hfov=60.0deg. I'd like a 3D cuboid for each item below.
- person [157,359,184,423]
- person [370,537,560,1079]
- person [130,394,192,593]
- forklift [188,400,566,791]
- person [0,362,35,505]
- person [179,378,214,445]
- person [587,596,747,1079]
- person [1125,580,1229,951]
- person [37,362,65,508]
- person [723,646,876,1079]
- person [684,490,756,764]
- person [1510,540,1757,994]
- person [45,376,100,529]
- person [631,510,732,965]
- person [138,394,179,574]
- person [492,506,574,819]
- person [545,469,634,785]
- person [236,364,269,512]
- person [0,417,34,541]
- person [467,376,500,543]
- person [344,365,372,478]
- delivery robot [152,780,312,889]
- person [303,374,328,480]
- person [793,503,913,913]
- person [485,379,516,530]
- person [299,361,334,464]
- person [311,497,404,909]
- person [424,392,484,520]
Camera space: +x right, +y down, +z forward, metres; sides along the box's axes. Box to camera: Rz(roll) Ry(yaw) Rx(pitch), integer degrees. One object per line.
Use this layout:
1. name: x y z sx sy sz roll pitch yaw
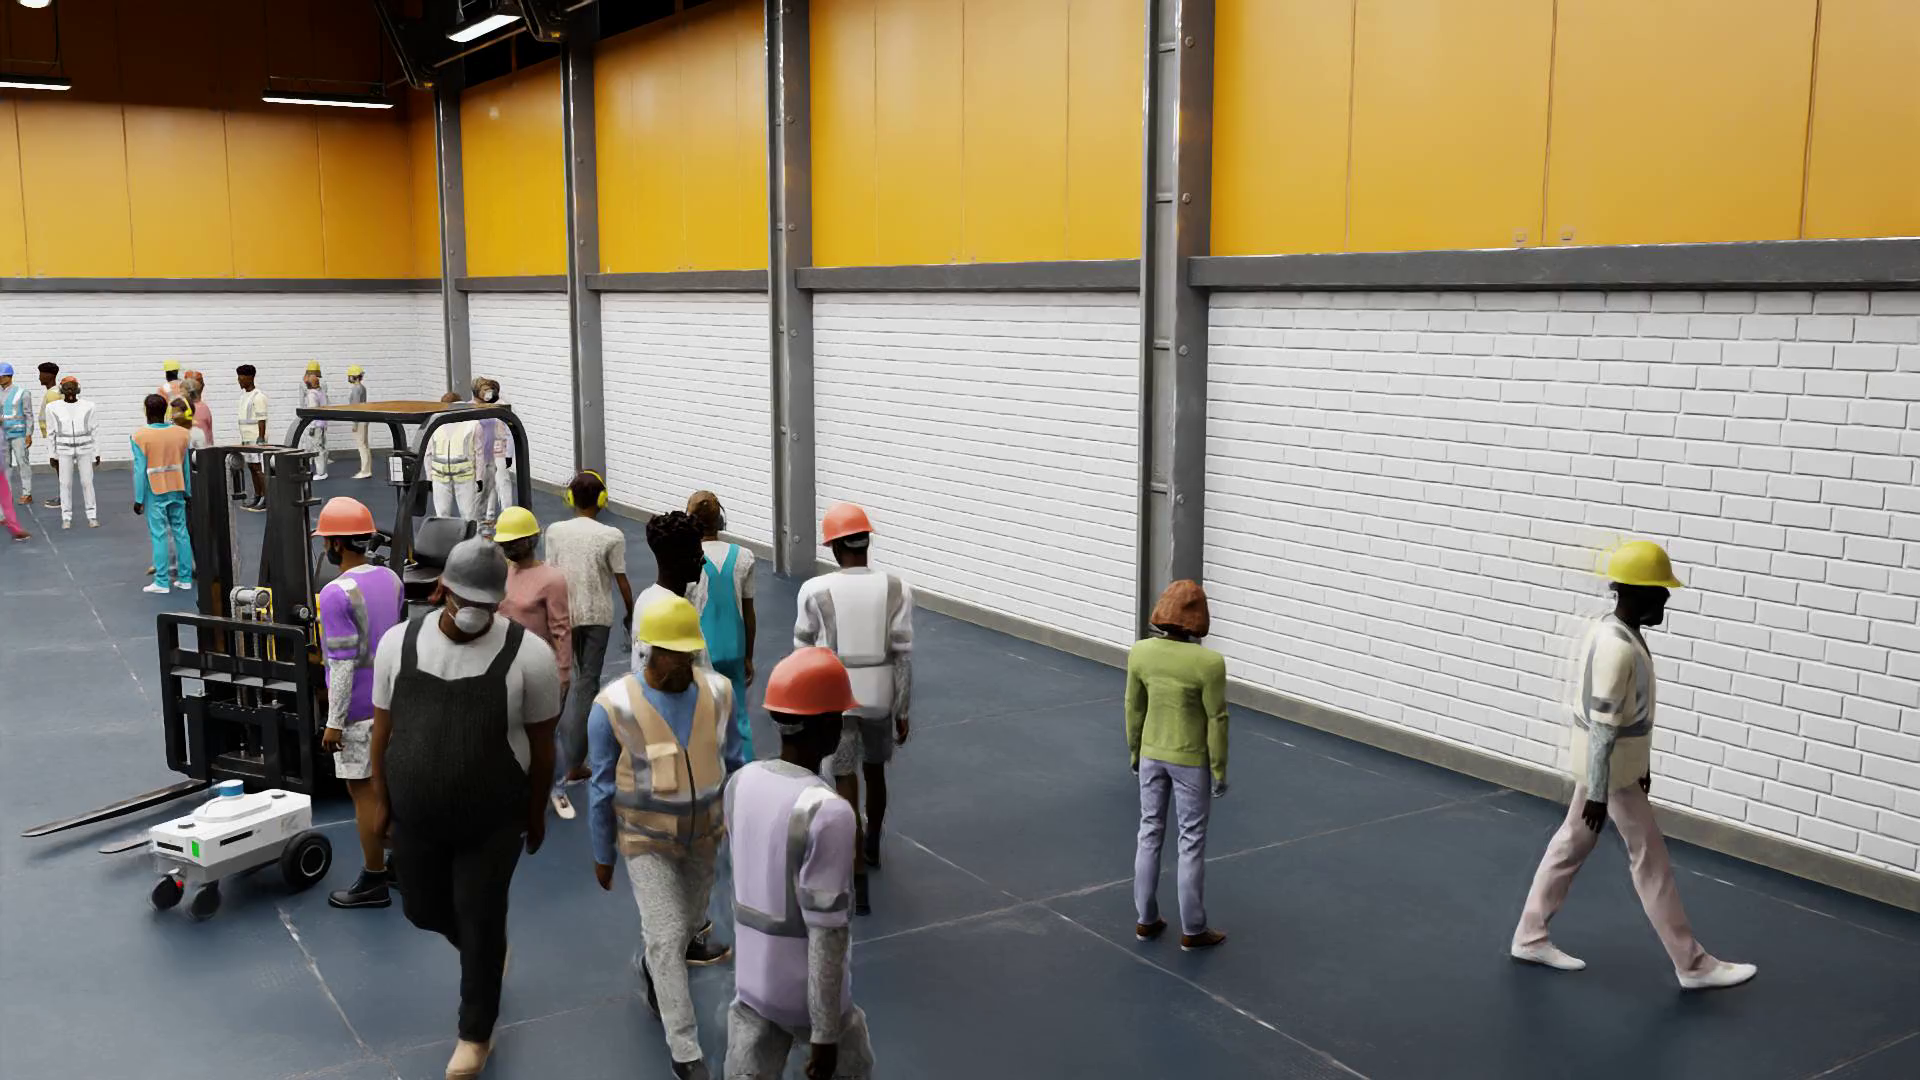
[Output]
1. person: -11.582 -1.714 24.572 0.460 1.910 0.619 5 10 29
2. person: -1.851 0.935 6.303 0.692 2.000 0.786 0 8 2
3. person: -7.675 -0.448 16.030 0.392 1.920 0.593 5 10 31
4. forklift: -3.529 0.258 10.348 1.214 2.155 2.313 4 9 25
5. person: -12.928 -1.443 22.639 0.616 1.946 0.392 0 8 2
6. person: -8.580 -0.857 18.727 0.372 1.938 0.630 -4 9 -25
7. person: -1.109 1.069 6.253 0.603 1.797 0.885 -6 10 -34
8. person: 0.960 0.984 7.340 0.503 1.631 0.283 7 11 39
9. person: -12.205 -1.419 22.418 0.367 1.966 0.606 -4 9 -24
10. person: -0.543 1.256 4.665 0.541 1.900 0.925 8 12 44
11. person: -1.325 0.654 8.864 0.506 1.842 0.348 -5 10 -33
12. person: 2.788 0.930 6.879 0.974 1.870 0.609 3 9 20
13. person: -10.855 -1.070 20.380 0.579 1.878 0.352 -5 10 -30
14. person: -1.225 0.842 7.179 0.364 1.965 0.609 -3 9 -21
15. person: -8.174 -0.566 17.034 0.507 1.864 0.331 1 9 9
16. person: -2.319 0.679 8.994 0.539 1.754 0.422 4 9 24
17. person: -2.185 0.487 10.016 0.554 1.825 0.948 2 9 16
18. person: -9.351 -1.352 22.012 0.374 1.958 0.606 -8 12 -43
19. person: -11.216 -0.762 19.262 0.883 1.579 0.513 3 9 18
20. person: -5.468 -0.895 18.978 0.359 1.938 0.632 1 9 9
21. person: -9.366 -1.825 25.913 0.405 1.774 0.554 -1 9 -9
22. delivery robot: -3.454 1.388 7.915 0.477 0.478 0.707 4 9 27
23. person: -9.938 -1.732 25.643 0.313 1.636 0.520 -2 9 -11
24. person: -0.533 0.760 8.016 0.545 1.880 0.925 -3 9 -18
25. person: -5.711 -1.045 20.315 0.633 1.842 0.429 5 10 29
26. person: -10.869 -2.143 28.045 0.487 1.744 0.312 1 8 5
27. person: -2.831 0.761 7.819 0.377 1.936 0.549 2 9 12
28. person: -5.397 -0.659 17.741 0.619 1.837 0.430 -1 8 -5
